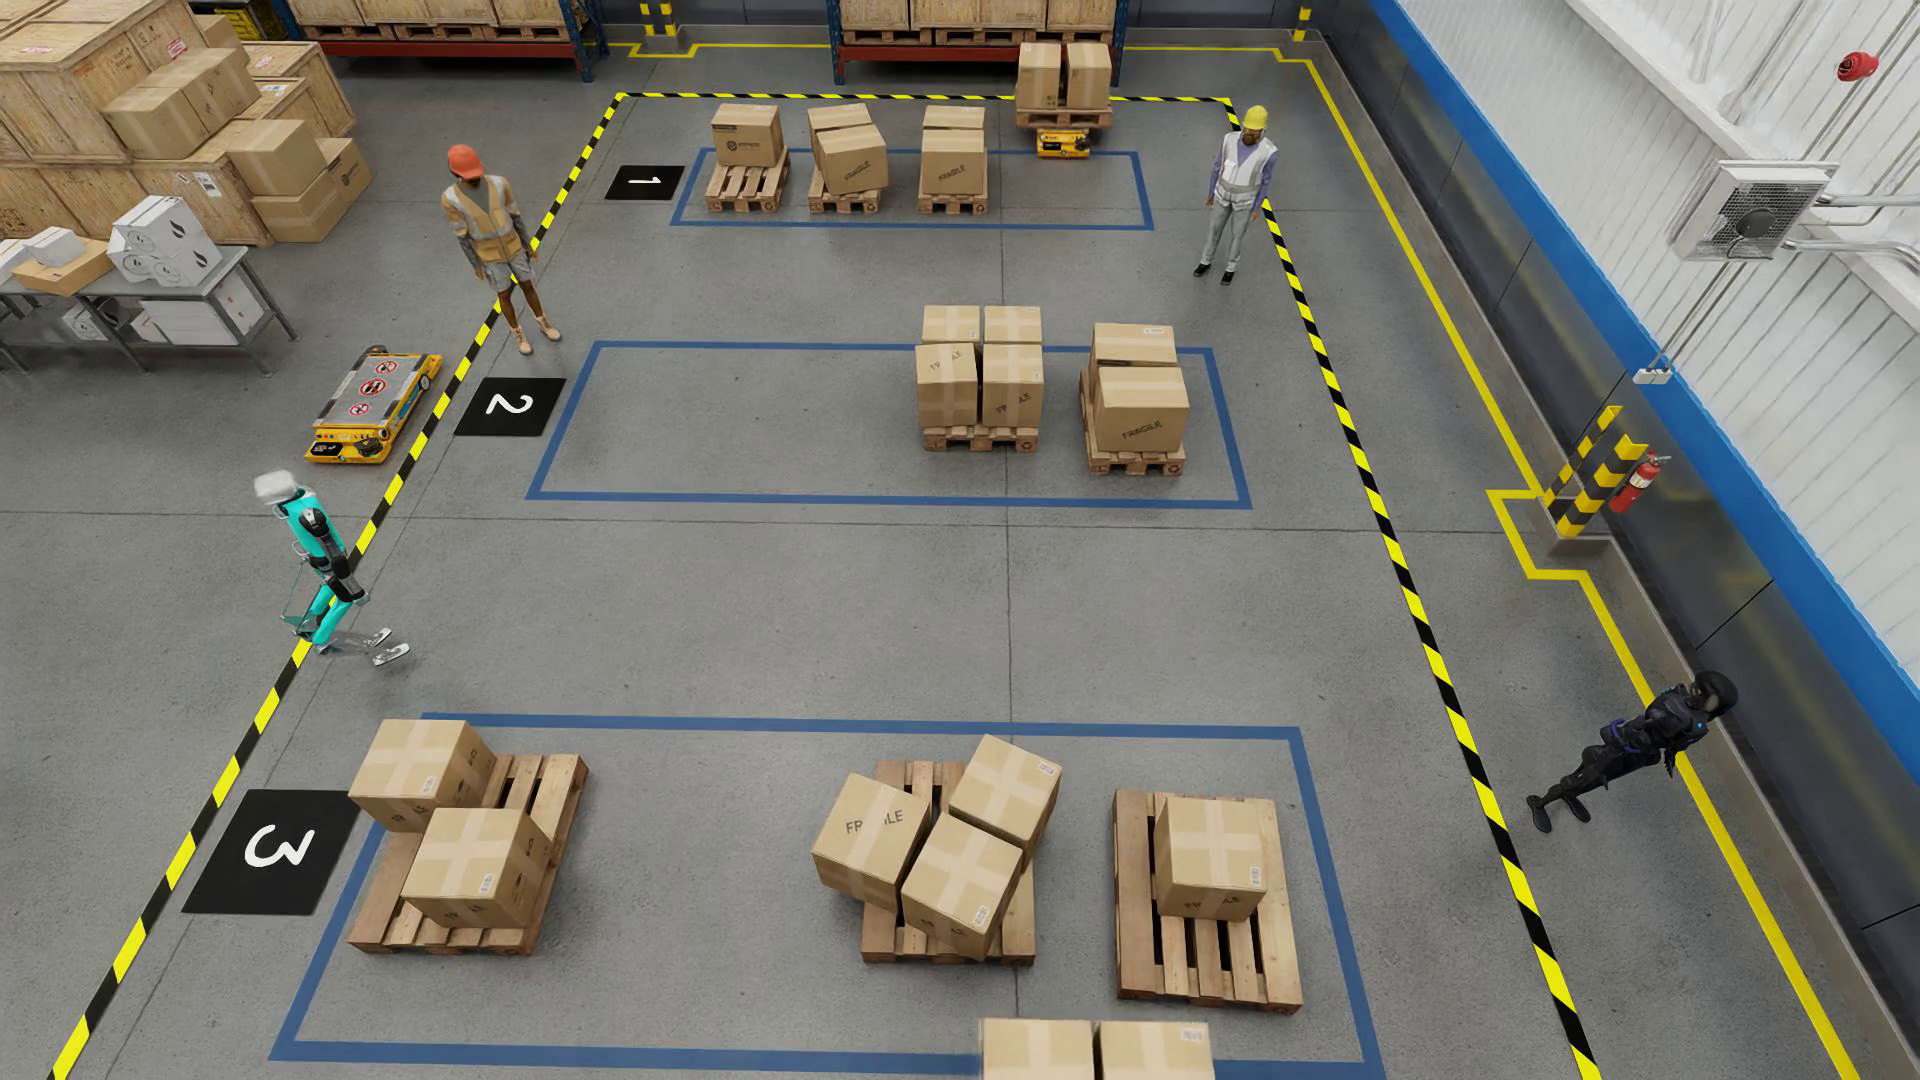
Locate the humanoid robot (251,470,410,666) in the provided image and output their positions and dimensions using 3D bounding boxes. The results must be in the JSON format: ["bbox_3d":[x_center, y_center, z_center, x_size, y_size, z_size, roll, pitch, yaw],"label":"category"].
[{"bbox_3d":[-4.299,0.305,6.062,0.533,1.672,0.735,34,58,25],"label":"humanoid robot"}]

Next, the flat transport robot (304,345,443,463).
[{"bbox_3d":[-5.383,-1.269,8.441,0.659,0.231,1.431,1,50,1],"label":"flat transport robot"}]

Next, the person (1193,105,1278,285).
[{"bbox_3d":[2.781,-3.468,9.273,0.597,1.836,0.404,25,54,20],"label":"person"}]

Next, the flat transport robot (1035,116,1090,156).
[{"bbox_3d":[1.318,-5.441,11.953,0.652,0.197,1.431,1,50,1],"label":"flat transport robot"}]

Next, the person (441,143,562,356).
[{"bbox_3d":[-4.230,-2.658,8.458,0.606,2.040,0.375,-35,58,-26],"label":"person"}]

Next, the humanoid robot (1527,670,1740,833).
[{"bbox_3d":[3.949,1.250,5.375,0.599,1.659,0.315,-8,50,-7],"label":"humanoid robot"}]
